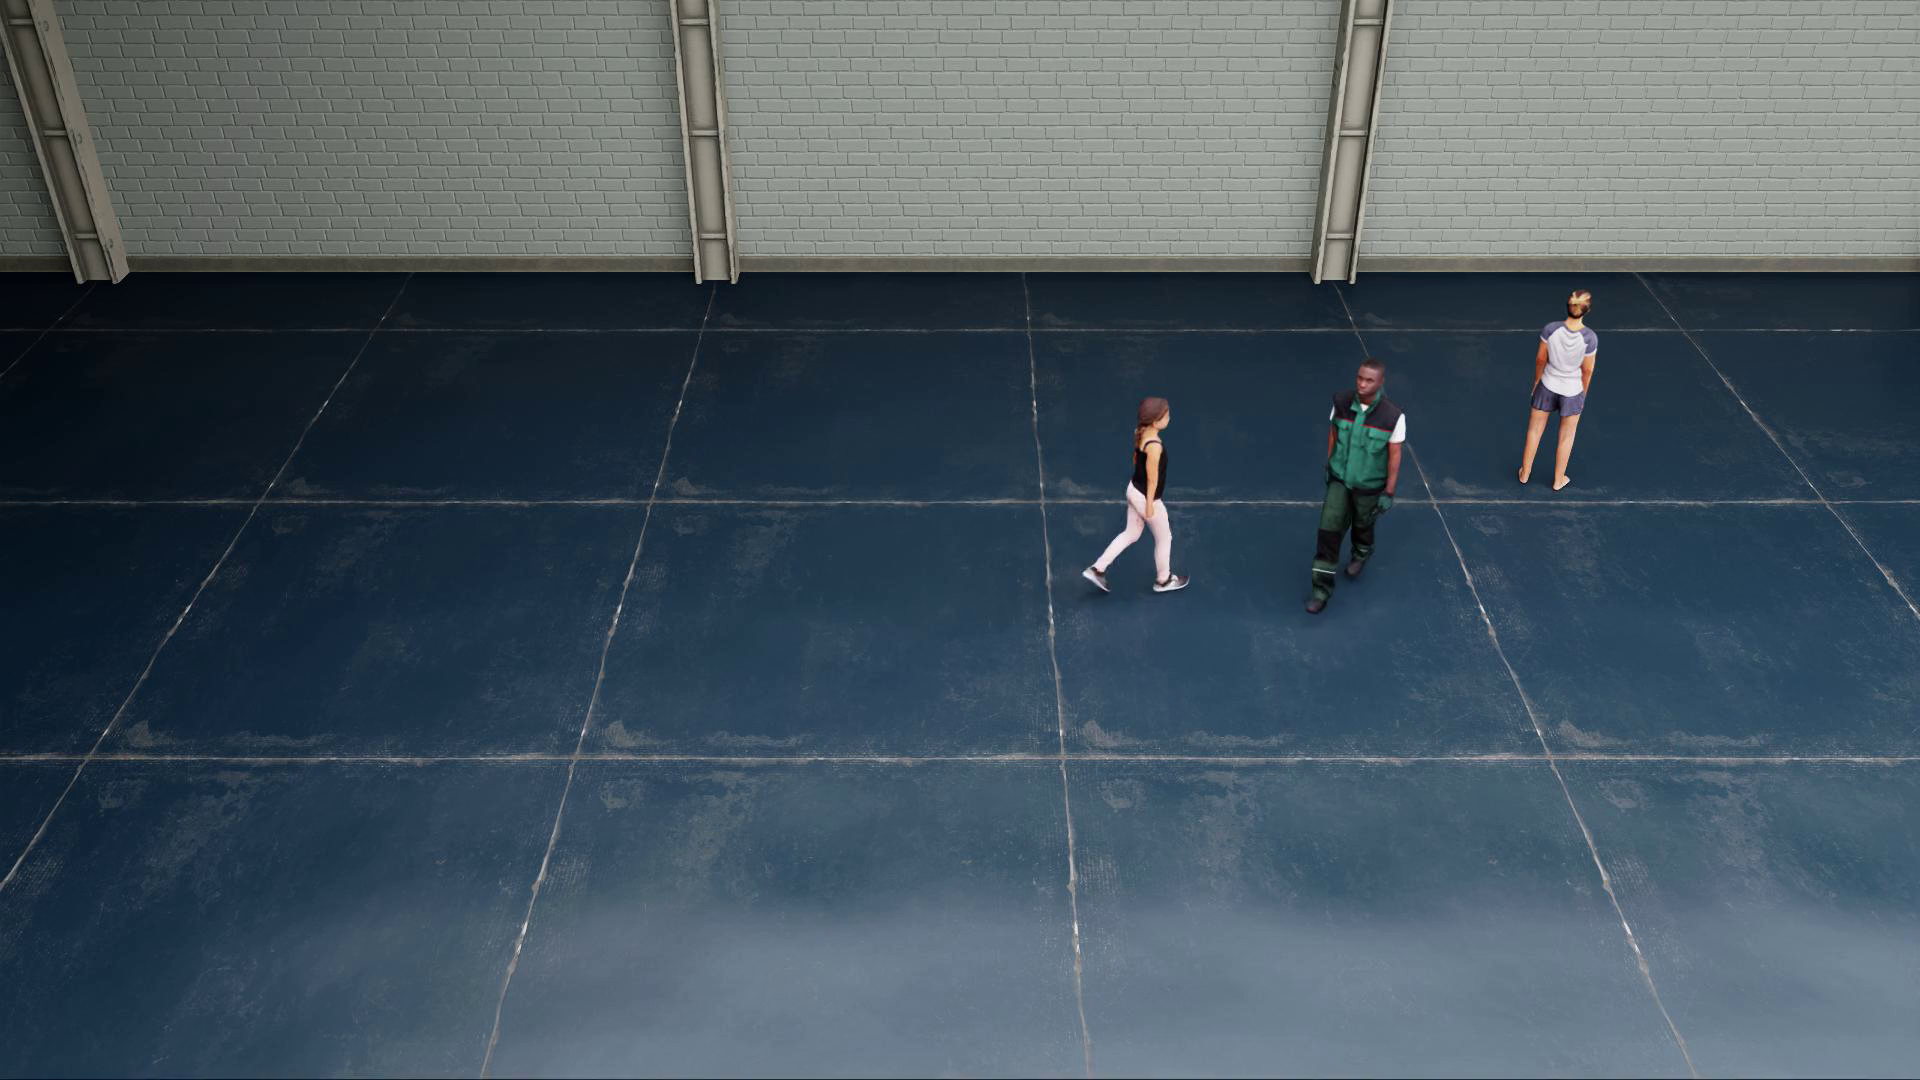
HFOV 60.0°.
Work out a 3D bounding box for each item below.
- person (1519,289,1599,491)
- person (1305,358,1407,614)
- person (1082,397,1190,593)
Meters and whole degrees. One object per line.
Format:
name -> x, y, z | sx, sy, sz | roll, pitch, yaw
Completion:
person -> 4.528, -1.133, 12.541 | 0.615, 1.625, 0.721 | 16, 36, 23
person -> 2.737, -0.423, 11.297 | 1.236, 1.789, 1.160 | 19, 37, 26
person -> 1.197, -0.276, 11.301 | 1.046, 1.538, 0.724 | -10, 34, -15
